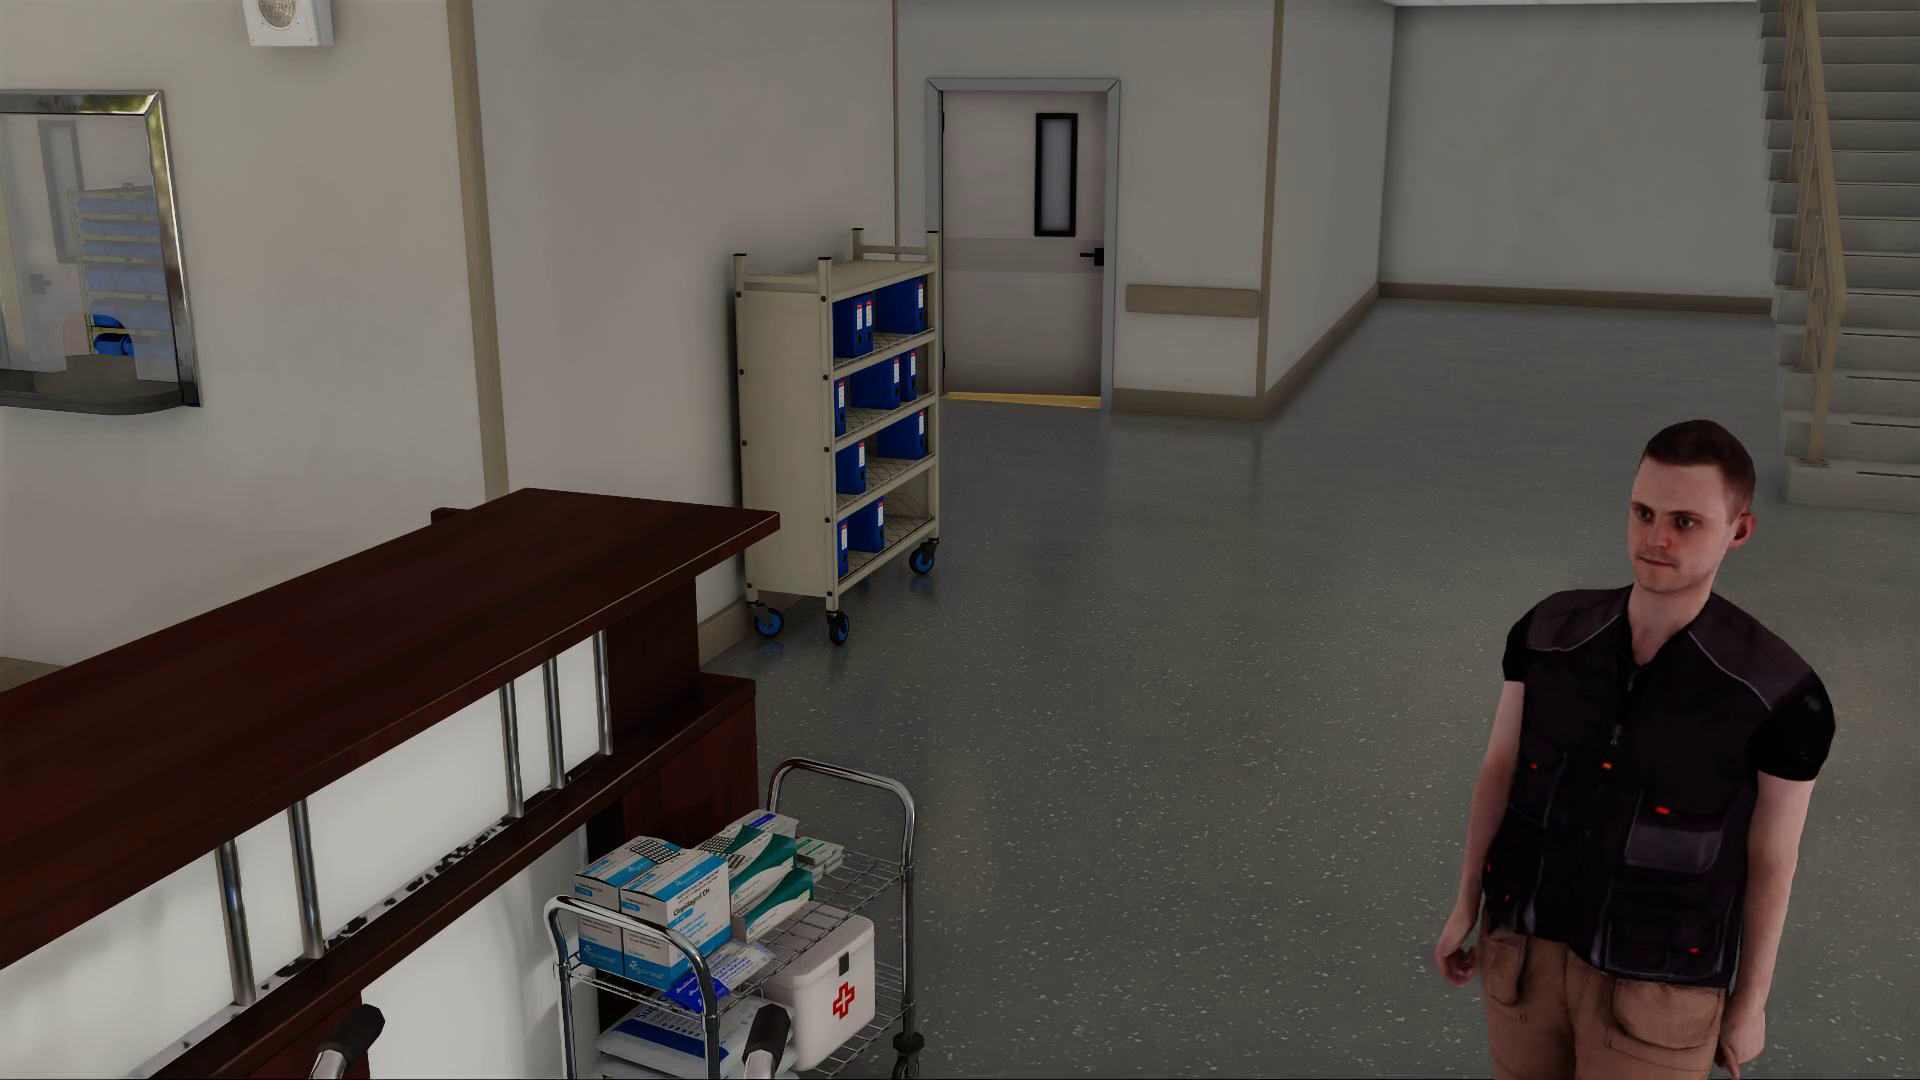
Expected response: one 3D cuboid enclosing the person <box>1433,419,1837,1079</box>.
[{"bbox_3d":[1.131,0.684,2.850,1.100,1.822,0.954,-14,21,-40],"label":"person"}]
